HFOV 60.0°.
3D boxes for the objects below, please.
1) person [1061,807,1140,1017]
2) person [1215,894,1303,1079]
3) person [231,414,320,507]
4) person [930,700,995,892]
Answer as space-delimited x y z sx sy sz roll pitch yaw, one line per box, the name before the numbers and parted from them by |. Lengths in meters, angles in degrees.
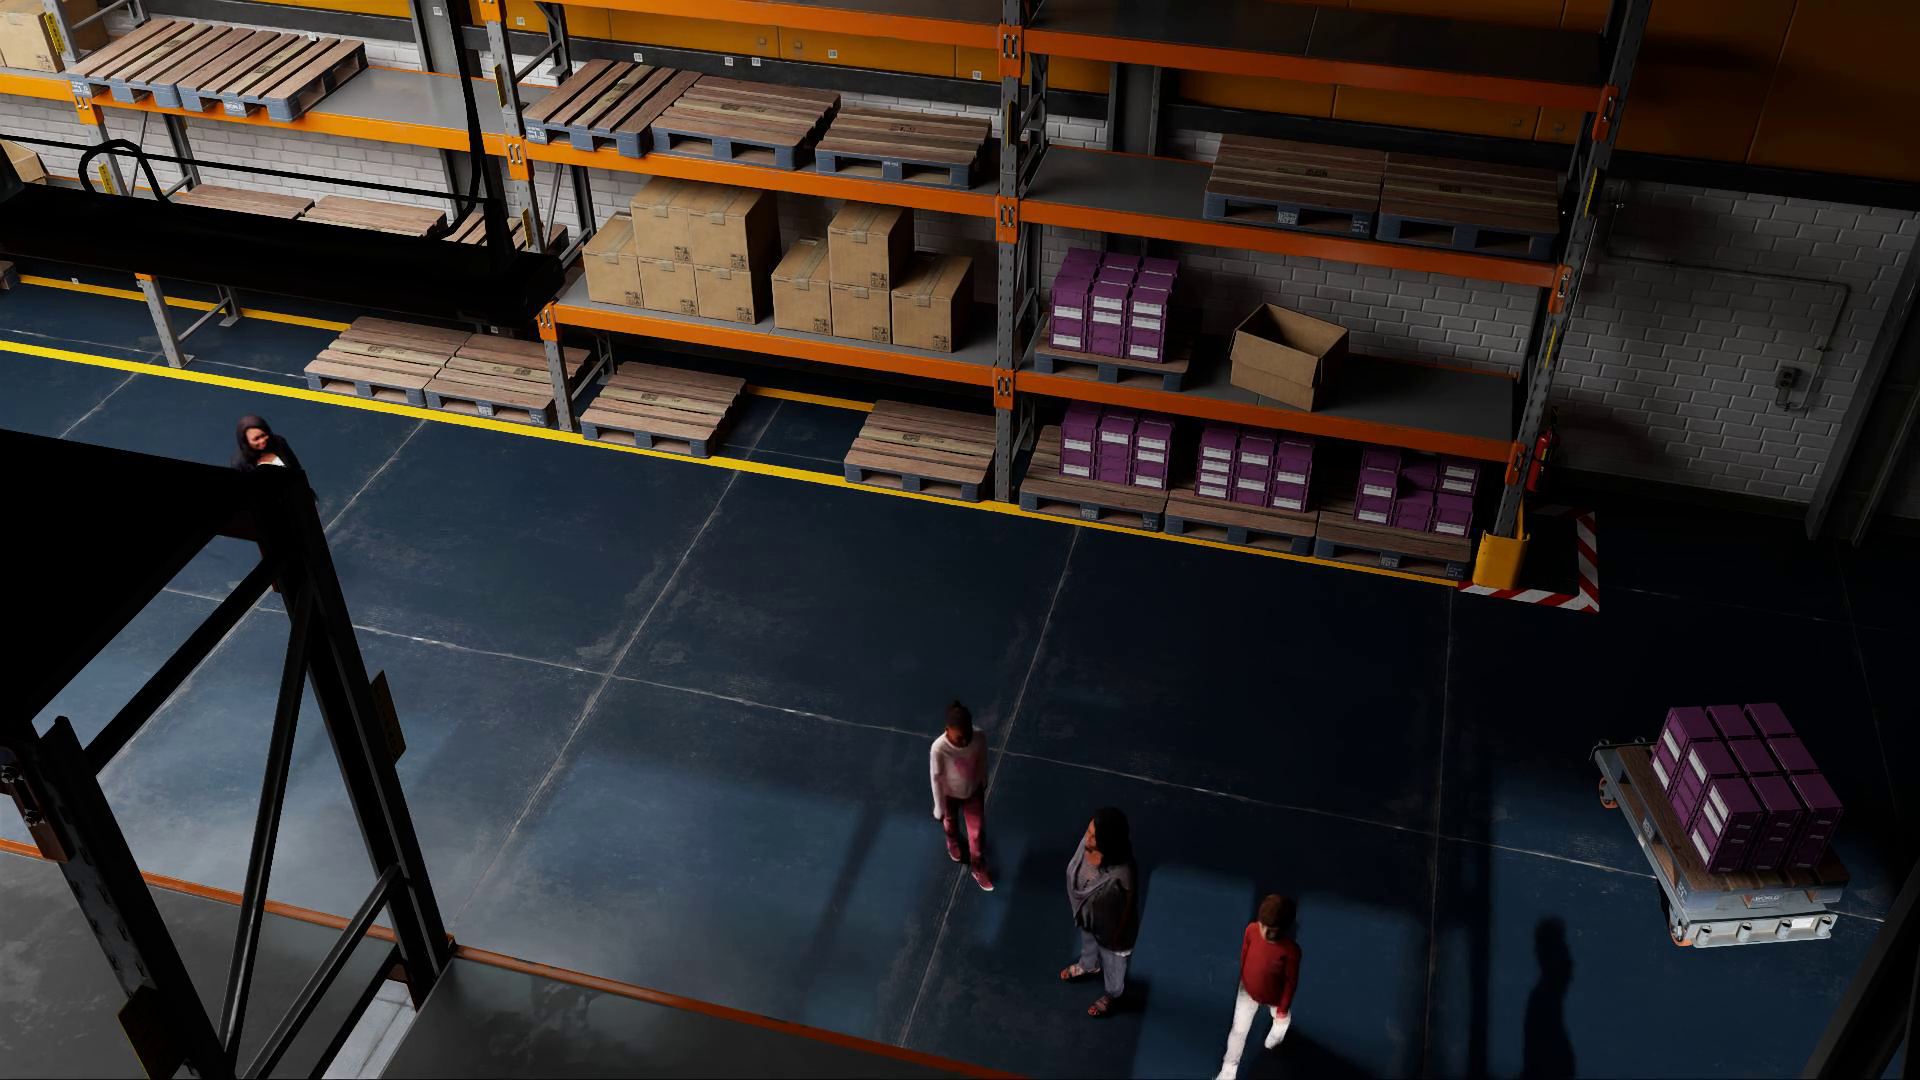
person | 0.844 2.113 9.664 0.833 1.610 0.772 -20 43 -23
person | 1.772 2.477 9.393 0.963 1.380 0.815 24 45 27
person | -5.278 -0.309 12.722 1.160 1.580 0.819 20 43 23
person | -0.027 1.503 10.571 0.868 1.433 0.873 -11 40 -14
